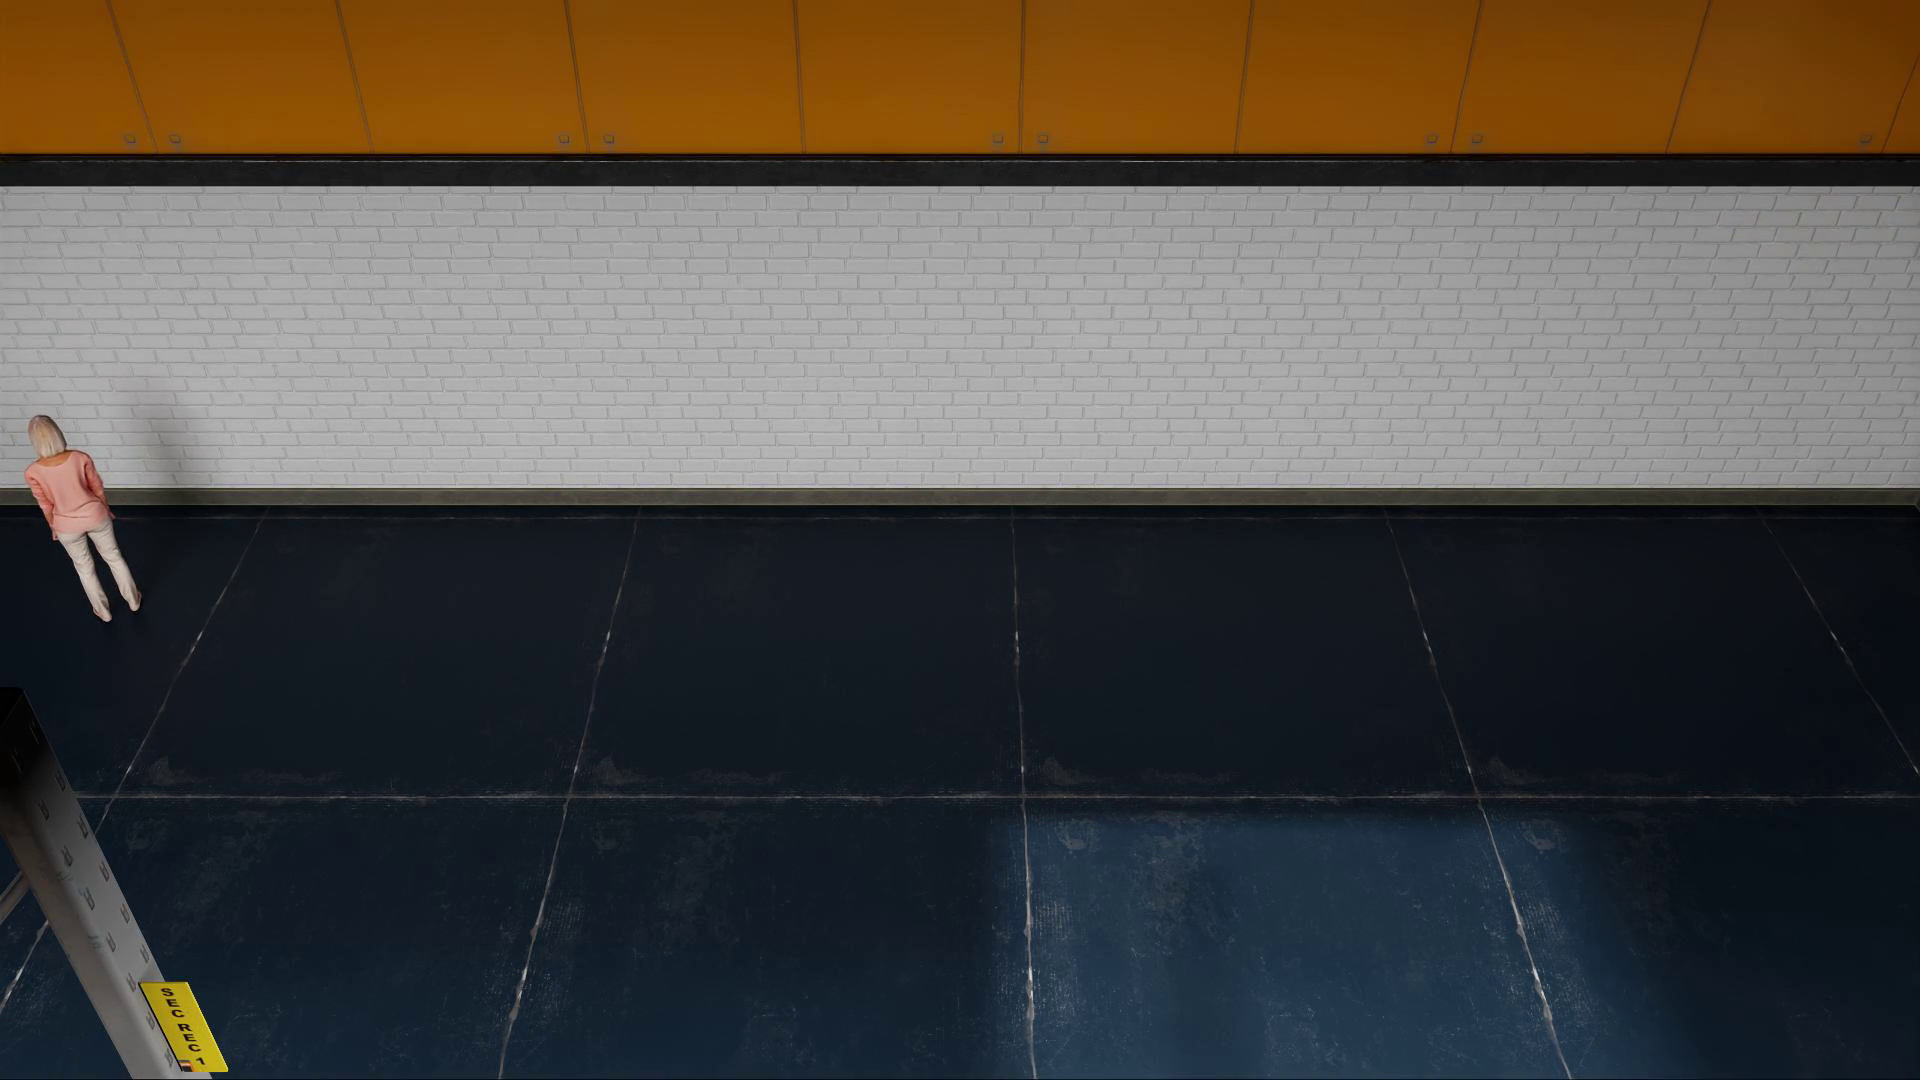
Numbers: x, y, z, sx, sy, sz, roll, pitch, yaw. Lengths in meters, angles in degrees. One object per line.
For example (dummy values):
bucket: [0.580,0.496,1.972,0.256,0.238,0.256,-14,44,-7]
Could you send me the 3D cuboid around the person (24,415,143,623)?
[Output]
person: [-6.298,-0.155,11.895,0.685,1.726,0.714,-25,45,-28]
